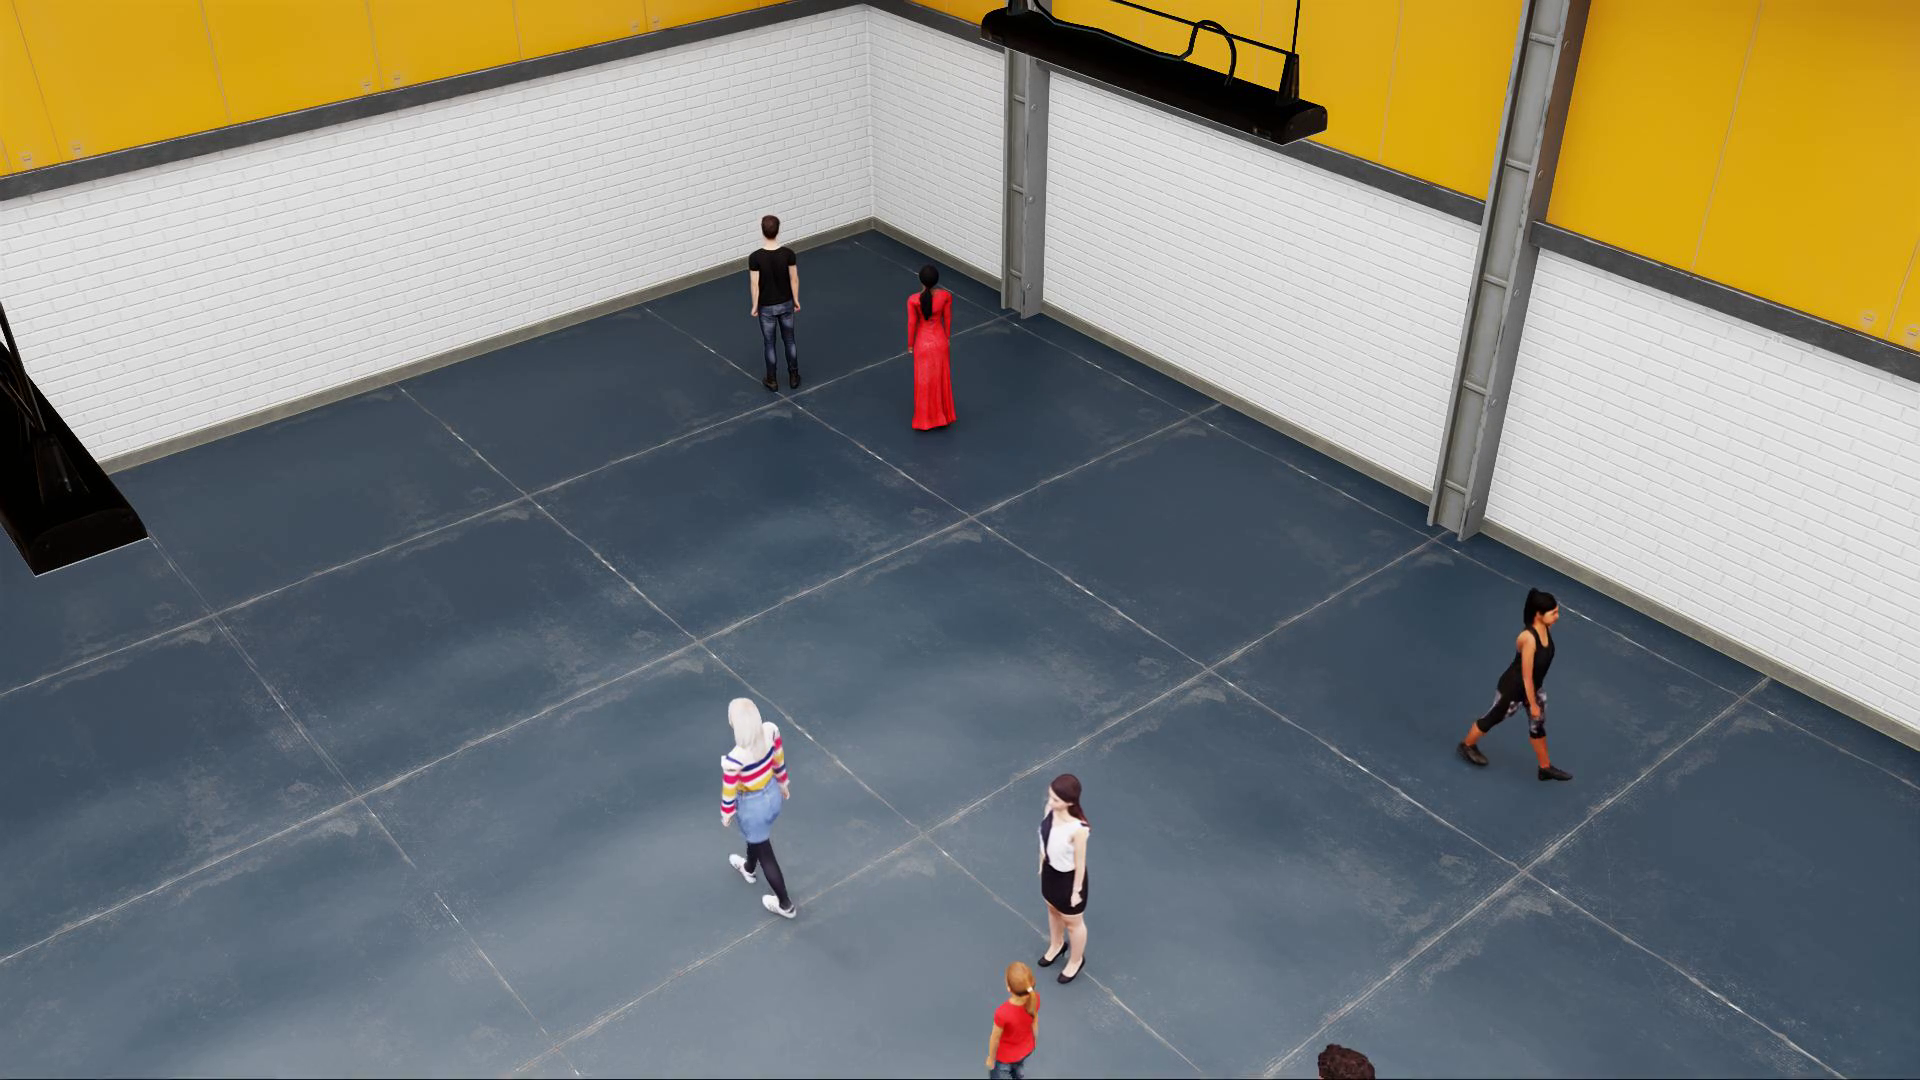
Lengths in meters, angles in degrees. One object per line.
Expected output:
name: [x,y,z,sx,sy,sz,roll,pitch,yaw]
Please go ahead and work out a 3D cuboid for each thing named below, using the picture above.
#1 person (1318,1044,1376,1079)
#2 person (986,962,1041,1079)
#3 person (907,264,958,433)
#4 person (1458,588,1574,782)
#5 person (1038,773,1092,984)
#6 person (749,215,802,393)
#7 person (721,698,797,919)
person: [1.988,3.313,8.624,0.748,1.763,0.735,12,36,18]
person: [0.347,2.969,9.564,0.503,1.295,0.706,-22,40,-30]
person: [-0.293,-1.897,16.444,0.691,1.784,0.690,-12,35,-17]
person: [4.017,1.047,12.158,1.110,1.625,0.715,25,41,33]
person: [0.662,2.125,10.514,0.618,1.649,0.457,-22,39,-29]
person: [-1.896,-2.435,17.151,0.749,1.897,0.726,-9,35,-14]
person: [-1.257,1.789,10.899,0.993,1.782,0.793,23,40,30]
